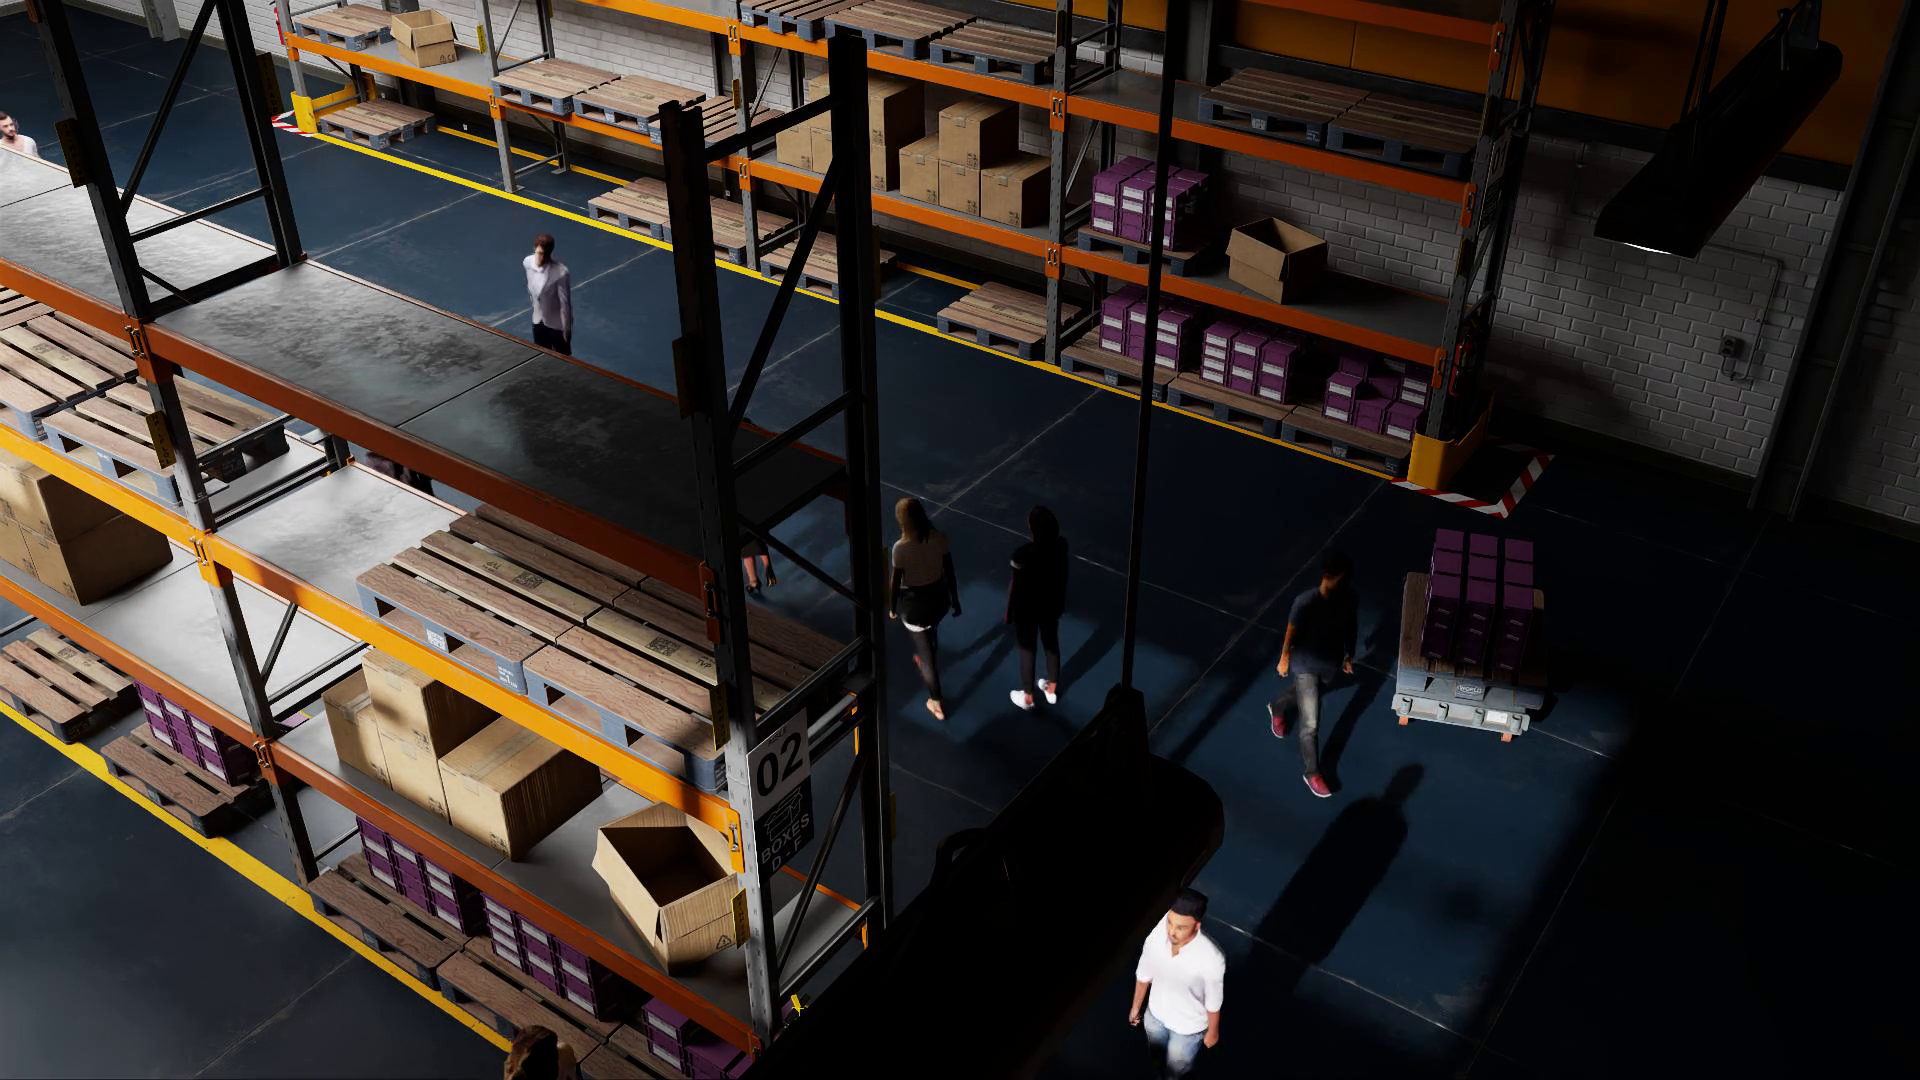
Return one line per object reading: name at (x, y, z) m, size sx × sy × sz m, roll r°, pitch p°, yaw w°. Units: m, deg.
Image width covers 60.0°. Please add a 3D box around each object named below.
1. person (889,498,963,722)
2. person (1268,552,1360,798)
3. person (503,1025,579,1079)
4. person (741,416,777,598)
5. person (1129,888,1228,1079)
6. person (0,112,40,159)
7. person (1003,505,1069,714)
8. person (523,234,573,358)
person at (-0.216, 0.541, 11.803) m, size 0.942 × 1.785 × 1.072 m, roll -12°, pitch 35°, yaw -17°
person at (2.397, 0.792, 11.444) m, size 1.094 × 1.764 × 1.275 m, roll -11°, pitch 35°, yaw -16°
person at (-2.084, 2.982, 8.240) m, size 1.146 × 1.664 × 0.705 m, roll 18°, pitch 38°, yaw 25°
person at (-1.611, -0.227, 13.088) m, size 0.653 × 1.643 × 0.707 m, roll -28°, pitch 43°, yaw -35°
person at (1.231, 2.460, 8.902) m, size 0.755 × 1.800 × 0.626 m, roll -25°, pitch 41°, yaw -33°
person at (-10.285, -3.834, 18.335) m, size 0.579 × 1.840 × 0.684 m, roll 18°, pitch 37°, yaw 24°
person at (0.558, 0.494, 11.926) m, size 0.716 × 1.728 × 0.736 m, roll -15°, pitch 37°, yaw -22°
person at (-3.852, -2.107, 15.767) m, size 0.591 × 1.808 × 0.895 m, roll 28°, pitch 43°, yaw 35°
